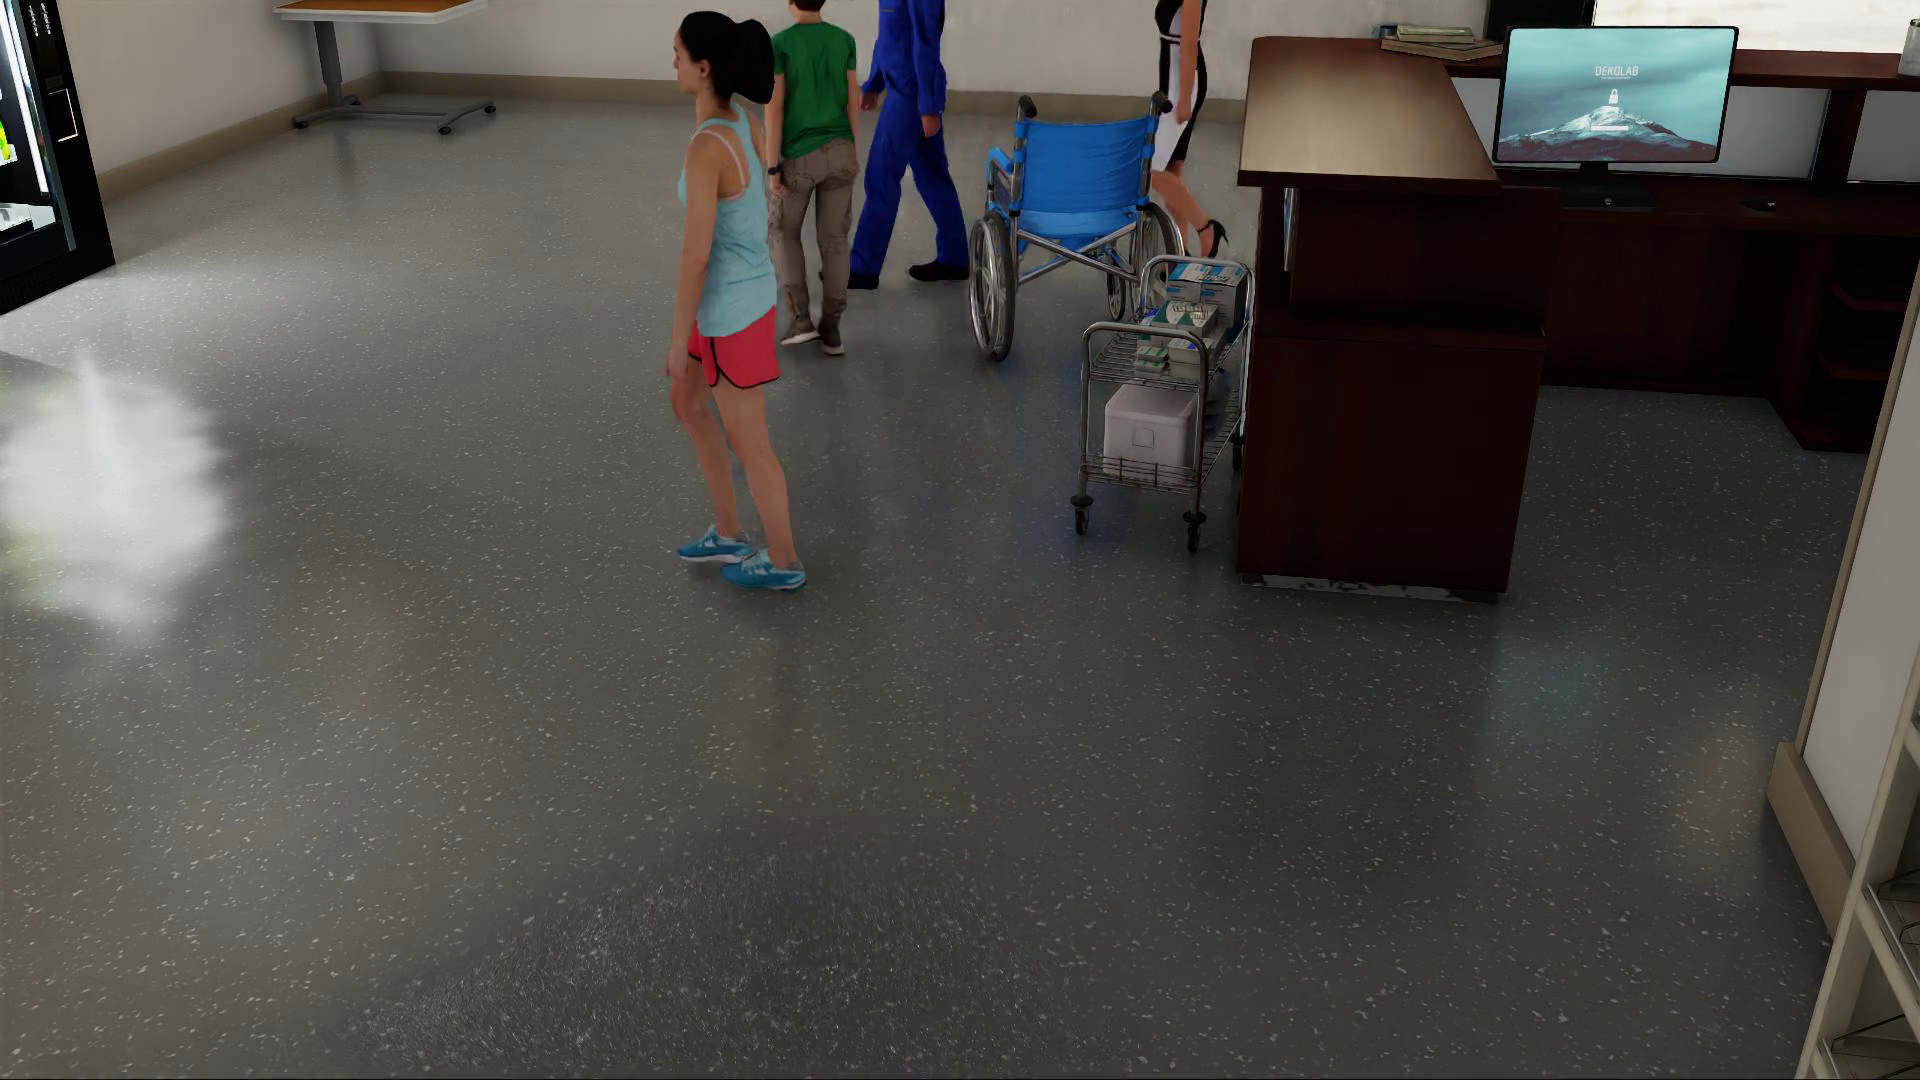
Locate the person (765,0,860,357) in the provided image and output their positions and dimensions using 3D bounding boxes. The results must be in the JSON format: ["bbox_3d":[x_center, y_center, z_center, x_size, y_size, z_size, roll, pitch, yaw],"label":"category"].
[{"bbox_3d":[-0.566,-1.550,6.901,0.692,1.641,0.714,-9,27,-19],"label":"person"}]

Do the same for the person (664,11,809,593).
[{"bbox_3d":[-0.590,-0.632,4.867,0.672,1.753,0.593,4,26,8],"label":"person"}]

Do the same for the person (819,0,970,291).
[{"bbox_3d":[-0.125,-2.063,7.778,0.915,1.803,0.985,-1,26,-2],"label":"person"}]

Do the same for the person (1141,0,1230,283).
[{"bbox_3d":[1.107,-2.050,7.771,0.701,1.786,0.649,3,26,5],"label":"person"}]
